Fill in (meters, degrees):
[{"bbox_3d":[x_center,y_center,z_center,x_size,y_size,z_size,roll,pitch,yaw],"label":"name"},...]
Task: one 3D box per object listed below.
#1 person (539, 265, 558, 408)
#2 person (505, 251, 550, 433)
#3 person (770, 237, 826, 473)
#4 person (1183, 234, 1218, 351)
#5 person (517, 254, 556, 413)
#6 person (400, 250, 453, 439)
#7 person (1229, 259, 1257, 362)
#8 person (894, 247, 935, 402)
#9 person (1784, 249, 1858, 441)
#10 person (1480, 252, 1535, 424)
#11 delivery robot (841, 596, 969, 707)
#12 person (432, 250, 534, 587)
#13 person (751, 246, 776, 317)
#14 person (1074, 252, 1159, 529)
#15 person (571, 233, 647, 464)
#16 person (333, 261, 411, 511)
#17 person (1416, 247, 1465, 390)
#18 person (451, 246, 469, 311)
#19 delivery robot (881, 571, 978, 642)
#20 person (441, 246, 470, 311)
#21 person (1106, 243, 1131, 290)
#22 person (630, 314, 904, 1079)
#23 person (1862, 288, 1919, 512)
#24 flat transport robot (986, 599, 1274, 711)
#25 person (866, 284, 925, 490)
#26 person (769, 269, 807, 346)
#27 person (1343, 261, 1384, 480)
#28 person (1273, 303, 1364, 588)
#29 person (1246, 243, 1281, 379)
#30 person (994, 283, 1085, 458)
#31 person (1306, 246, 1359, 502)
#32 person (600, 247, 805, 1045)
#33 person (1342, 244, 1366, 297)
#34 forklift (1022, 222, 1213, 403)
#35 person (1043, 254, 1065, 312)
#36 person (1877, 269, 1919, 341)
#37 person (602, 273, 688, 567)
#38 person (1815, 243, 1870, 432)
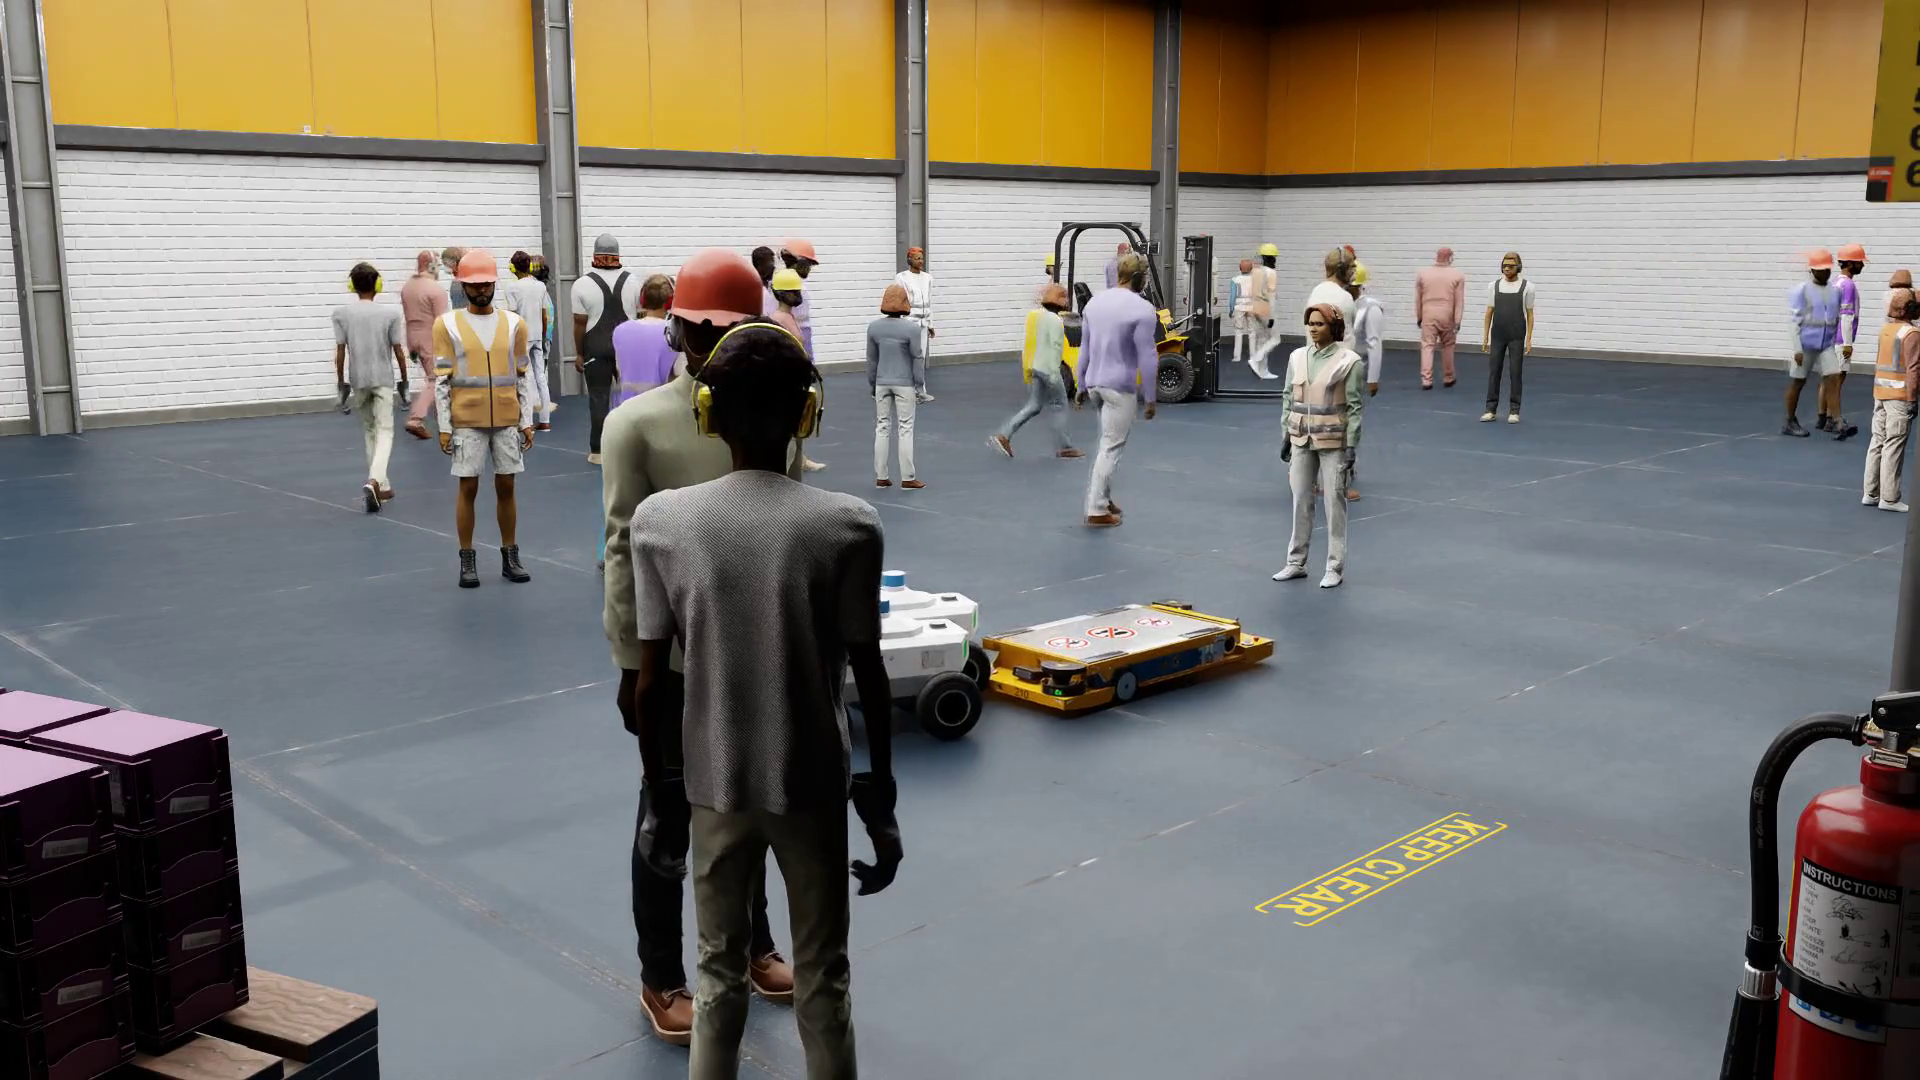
[{"bbox_3d":[-4.880,-2.354,19.322,0.321,1.695,0.530,1,10,6],"label":"person"},{"bbox_3d":[-4.448,-2.021,17.051,0.331,1.865,0.519,8,13,38],"label":"person"},{"bbox_3d":[-1.520,-1.522,13.950,0.761,2.008,0.617,-4,11,-20],"label":"person"},{"bbox_3d":[4.192,-4.298,28.974,0.614,2.040,0.390,3,11,17],"label":"person"},{"bbox_3d":[-4.915,-2.317,18.800,0.589,1.817,0.669,-6,12,-28],"label":"person"},{"bbox_3d":[-5.278,-1.948,16.611,0.659,1.882,0.800,9,14,41],"label":"person"},{"bbox_3d":[4.545,-3.649,26.539,0.524,1.639,0.306,-2,11,-9],"label":"person"},{"bbox_3d":[-0.543,-2.617,20.247,0.575,1.883,0.355,-10,14,-43],"label":"person"},{"bbox_3d":[8.501,-1.912,16.400,0.561,1.880,0.975,-1,10,-8],"label":"person"},{"bbox_3d":[5.912,-2.177,17.950,0.516,1.843,0.327,6,12,30],"label":"person"},{"bbox_3d":[-0.336,0.473,6.765,0.707,0.478,0.477,-4,11,-20],"label":"delivery robot"},{"bbox_3d":[-2.741,-0.697,9.622,0.551,1.936,0.356,-6,12,-29],"label":"person"},{"bbox_3d":[-1.908,-1.836,15.895,0.392,1.919,0.589,1,10,8],"label":"person"},{"bbox_3d":[1.096,-1.031,11.529,0.600,1.906,0.641,-7,13,-35],"label":"person"},{"bbox_3d":[-3.119,-1.700,14.815,0.672,2.000,0.536,-4,11,-21],"label":"person"},{"bbox_3d":[-4.375,-1.146,12.376,0.517,1.839,0.842,-1,10,-4],"label":"person"},{"bbox_3d":[6.358,-2.932,22.015,0.666,1.853,0.983,6,12,29],"label":"person"},{"bbox_3d":[-5.242,-2.167,17.737,0.455,1.914,0.543,1,10,6],"label":"person"},{"bbox_3d":[-0.293,0.378,7.280,0.707,0.478,0.477,-4,11,-20],"label":"delivery robot"},{"bbox_3d":[-5.158,-2.112,17.434,0.469,1.902,0.656,-5,12,-26],"label":"person"},{"bbox_3d":[2.659,-3.878,27.073,0.406,1.903,0.637,-7,12,-32],"label":"person"},{"bbox_3d":[-0.371,0.504,3.250,0.531,1.876,0.322,1,10,4],"label":"person"},{"bbox_3d":[6.897,-1.028,12.249,0.306,1.637,0.523,1,10,4],"label":"person"},{"bbox_3d":[0.742,0.503,7.631,1.431,0.197,0.652,-9,14,-42],"label":"flat transport robot"},{"bbox_3d":[-0.506,-1.214,13.263,0.507,1.636,0.273,5,12,26],"label":"person"},{"bbox_3d":[-1.312,-1.177,12.711,0.315,1.770,0.524,1,10,3],"label":"person"},{"bbox_3d":[3.101,-1.357,13.557,0.527,1.812,0.643,-5,12,-25],"label":"person"},{"bbox_3d":[2.082,-0.547,9.618,0.514,1.642,0.310,10,14,43],"label":"person"},{"bbox_3d":[4.264,-3.192,23.313,0.473,1.911,0.585,-4,11,-21],"label":"person"},{"bbox_3d":[0.729,-1.518,15.045,0.773,1.597,0.539,-3,11,-18],"label":"person"},{"bbox_3d":[2.833,-1.256,12.679,0.360,1.938,0.637,-2,11,-9],"label":"person"},{"bbox_3d":[-0.612,0.264,4.236,0.618,1.989,0.392,-10,14,-44],"label":"person"},{"bbox_3d":[6.164,-3.775,26.581,0.599,1.873,0.425,2,11,8],"label":"person"},{"bbox_3d":[1.935,-2.847,20.651,2.313,2.155,1.214,2,11,13],"label":"forklift"},{"bbox_3d":[1.281,-3.026,22.791,0.317,1.769,0.522,-3,11,-16],"label":"person"},{"bbox_3d":[11.571,-2.524,20.476,0.526,1.606,0.456,-1,10,-7],"label":"person"},{"bbox_3d":[-1.858,-0.696,10.011,0.591,1.806,0.965,4,11,19],"label":"person"},{"bbox_3d":[9.091,-2.072,17.127,0.359,1.938,0.547,2,11,11],"label":"person"}]
